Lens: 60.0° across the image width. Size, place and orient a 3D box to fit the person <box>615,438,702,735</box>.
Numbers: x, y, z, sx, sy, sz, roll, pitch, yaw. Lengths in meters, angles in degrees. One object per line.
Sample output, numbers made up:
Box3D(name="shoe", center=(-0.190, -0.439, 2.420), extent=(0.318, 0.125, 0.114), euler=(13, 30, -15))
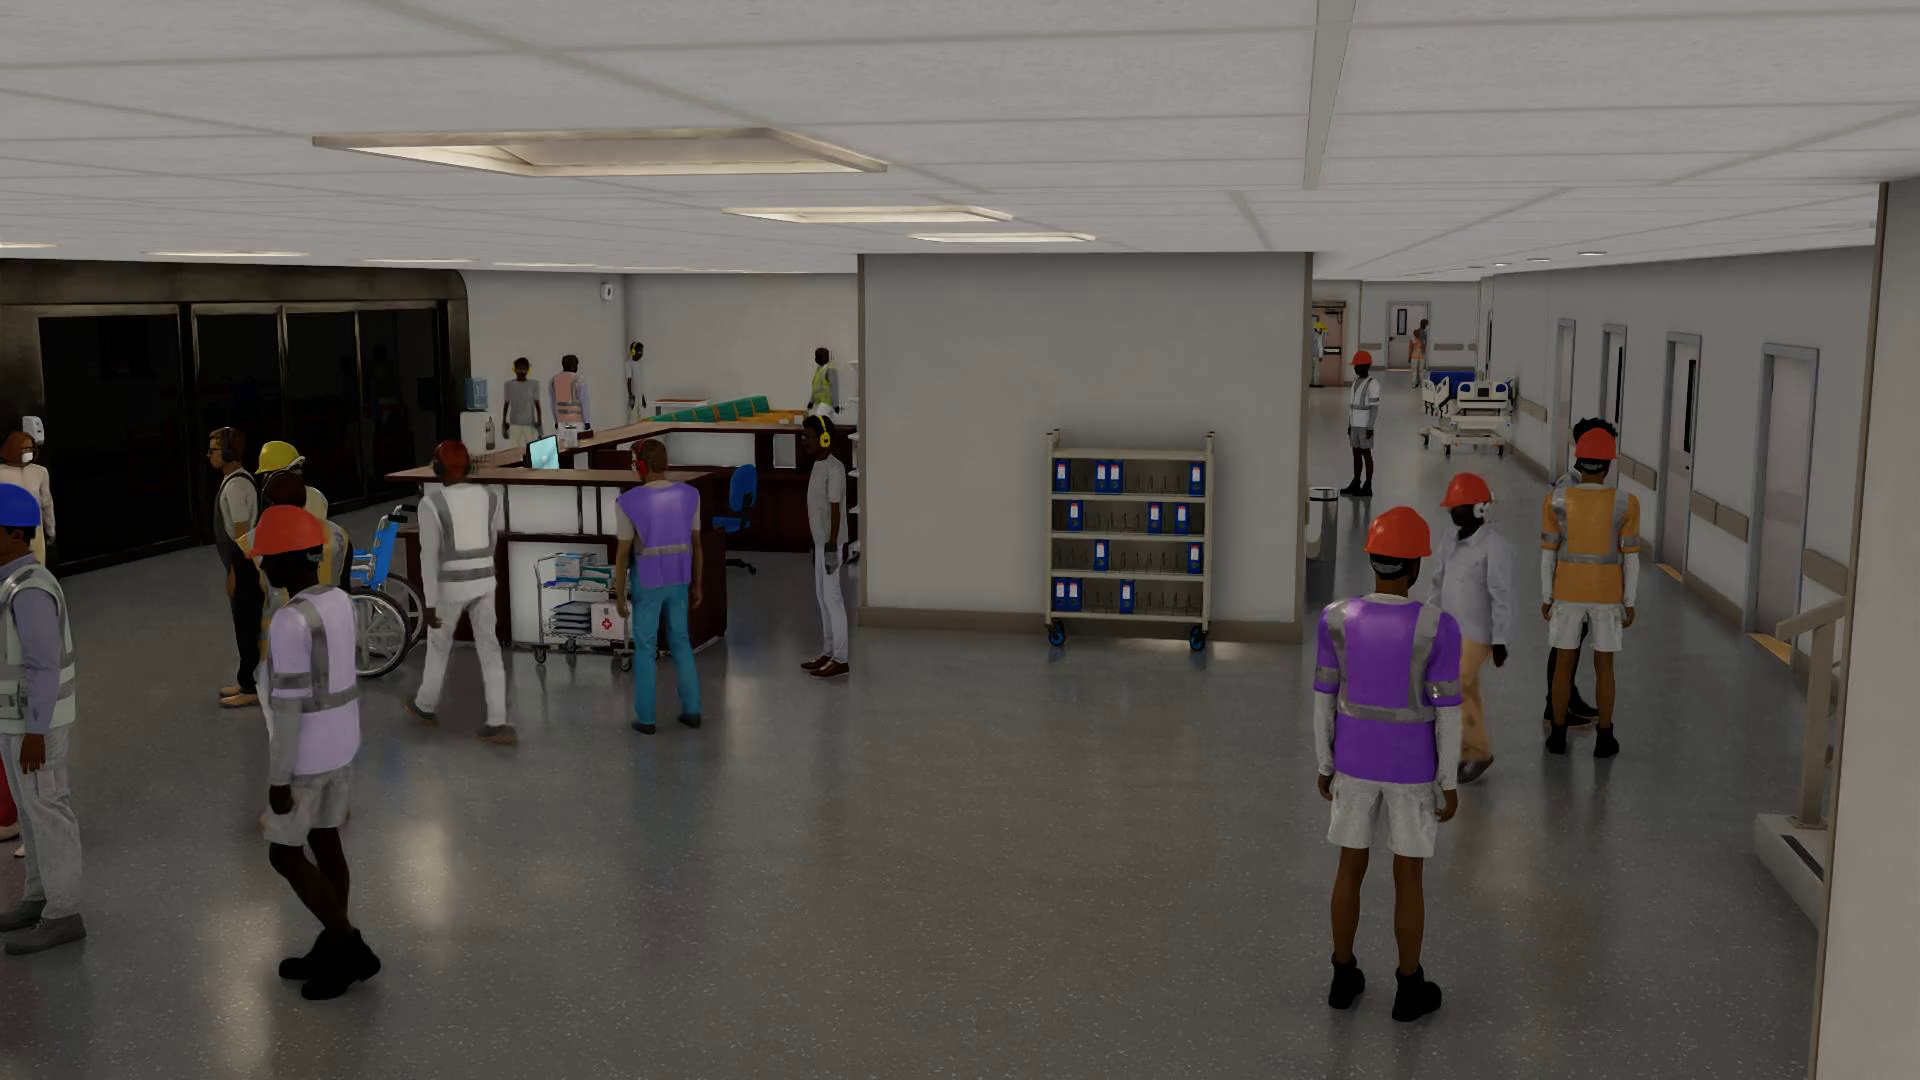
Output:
Box3D(name="person", center=(-1.844, 0.289, 10.271), extent=(0.588, 1.827, 0.403), euler=(-6, 11, -36))

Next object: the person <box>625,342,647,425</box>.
Box3D(name="person", center=(-5.410, -2.381, 27.876), extent=(0.322, 1.865, 0.565), euler=(2, 9, 14))

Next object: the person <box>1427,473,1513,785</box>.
Box3D(name="person", center=(2.808, 0.490, 9.240), extent=(0.422, 1.736, 0.581), euler=(-2, 9, -11))

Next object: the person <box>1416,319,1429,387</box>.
Box3D(name="person", center=(12.940, -5.238, 46.634), extent=(0.391, 1.928, 0.636), euler=(2, 9, 15))

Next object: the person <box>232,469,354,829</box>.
Box3D(name="person", center=(-3.379, 0.559, 8.435), extent=(0.430, 1.845, 0.624), euler=(7, 11, 40))

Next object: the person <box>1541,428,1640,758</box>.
Box3D(name="person", center=(3.683, 0.311, 9.758), extent=(0.545, 1.939, 0.354), euler=(4, 9, 24))

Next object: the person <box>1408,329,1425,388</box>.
Box3D(name="person", center=(12.763, -5.065, 46.453), extent=(0.516, 1.630, 0.314), euler=(-3, 9, -22))

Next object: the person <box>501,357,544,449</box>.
Box3D(name="person", center=(-5.888, -1.548, 22.395), extent=(0.575, 1.849, 0.583), euler=(-1, 9, -10))

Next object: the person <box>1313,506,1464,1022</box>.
Box3D(name="person", center=(1.612, 0.837, 6.269), extent=(0.552, 1.937, 0.356), euler=(5, 10, 30))

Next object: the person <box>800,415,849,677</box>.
Box3D(name="person", center=(-0.961, 0.039, 11.825), extent=(0.326, 1.862, 0.508), euler=(-3, 9, -20))

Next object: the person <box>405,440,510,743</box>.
Box3D(name="person", center=(-3.069, 0.300, 10.184), extent=(0.582, 1.826, 1.019), euler=(-8, 12, -43))

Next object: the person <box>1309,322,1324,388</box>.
Box3D(name="person", center=(9.947, -5.157, 46.389), extent=(0.404, 1.833, 0.592), euler=(-3, 9, -19))

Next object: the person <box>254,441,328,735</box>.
Box3D(name="person", center=(-4.104, 0.298, 10.227), extent=(0.403, 1.823, 0.588), euler=(0, 9, 2))

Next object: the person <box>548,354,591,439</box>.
Box3D(name="person", center=(-5.400, -1.661, 23.167), extent=(0.623, 1.844, 0.429), euler=(3, 9, 22))

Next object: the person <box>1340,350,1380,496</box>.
Box3D(name="person", center=(5.317, -1.545, 22.073), extent=(0.361, 1.940, 0.543), euler=(-3, 9, -20))

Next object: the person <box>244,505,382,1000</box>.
Box3D(name="person", center=(-2.495, 0.818, 6.452), extent=(0.468, 1.923, 0.551), euler=(1, 9, 5))

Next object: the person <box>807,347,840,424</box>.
Box3D(name="person", center=(-2.261, -2.247, 27.212), extent=(0.972, 1.791, 0.623), euler=(-3, 9, -21))

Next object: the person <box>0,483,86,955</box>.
Box3D(name="person", center=(-3.894, 0.729, 6.940), extent=(0.381, 1.951, 0.605), euler=(-7, 11, -39))

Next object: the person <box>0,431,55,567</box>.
Box3D(name="person", center=(-7.450, -0.055, 13.230), extent=(0.283, 1.628, 0.504), euler=(5, 10, 29))

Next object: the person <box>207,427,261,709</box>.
Box3D(name="person", center=(-4.755, 0.177, 10.946), extent=(0.344, 1.846, 0.506), euler=(-3, 9, -21))

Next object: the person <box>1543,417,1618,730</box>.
Box3D(name="person", center=(3.873, 0.206, 10.413), extent=(0.387, 1.954, 0.610), euler=(6, 10, 33))
